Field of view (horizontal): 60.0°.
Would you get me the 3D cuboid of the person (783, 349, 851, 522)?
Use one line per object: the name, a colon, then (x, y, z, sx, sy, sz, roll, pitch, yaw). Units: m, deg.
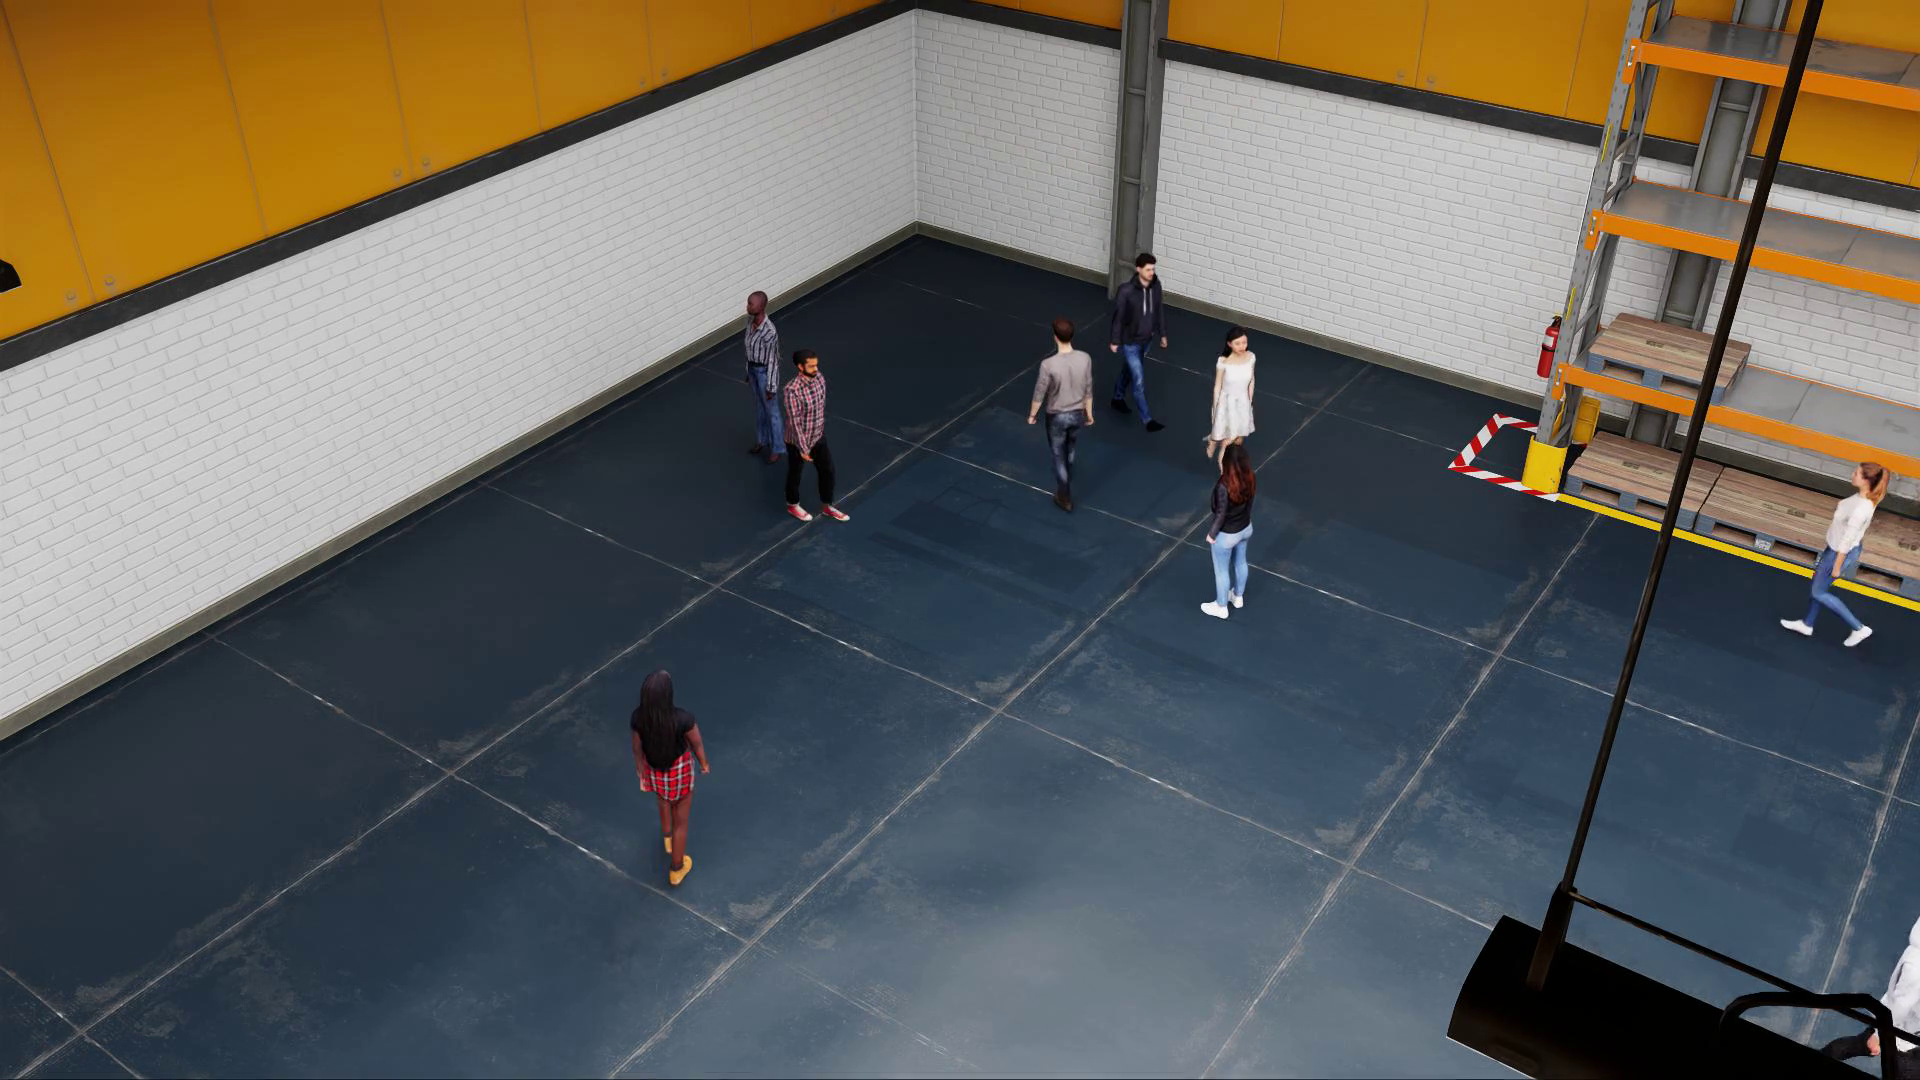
person: (-1.472, -0.971, 15.161, 0.862, 1.746, 0.732, 26, 42, 34)

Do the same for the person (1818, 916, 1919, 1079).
person: (5.320, 2.701, 9.515, 0.926, 1.881, 1.292, -23, 40, -31)

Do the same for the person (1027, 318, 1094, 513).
person: (0.988, -1.102, 15.231, 1.011, 1.888, 1.115, -12, 35, -17)

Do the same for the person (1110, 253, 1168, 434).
person: (1.717, -2.036, 16.677, 0.973, 1.842, 1.243, -20, 39, -27)

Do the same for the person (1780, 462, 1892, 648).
person: (7.240, 0.143, 13.523, 0.890, 1.704, 0.618, 23, 40, 30)

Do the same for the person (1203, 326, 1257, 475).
person: (2.483, -1.224, 15.532, 0.933, 1.758, 1.040, -9, 35, -14)

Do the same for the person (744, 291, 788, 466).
person: (-1.893, -1.581, 16.034, 0.745, 1.795, 0.579, -23, 40, -30)

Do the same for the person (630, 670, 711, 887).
person: (-1.980, 1.658, 11.245, 0.824, 1.704, 0.836, 6, 34, 8)

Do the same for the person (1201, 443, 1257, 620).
person: (2.276, -0.089, 13.935, 0.695, 1.634, 0.646, -25, 41, -32)
